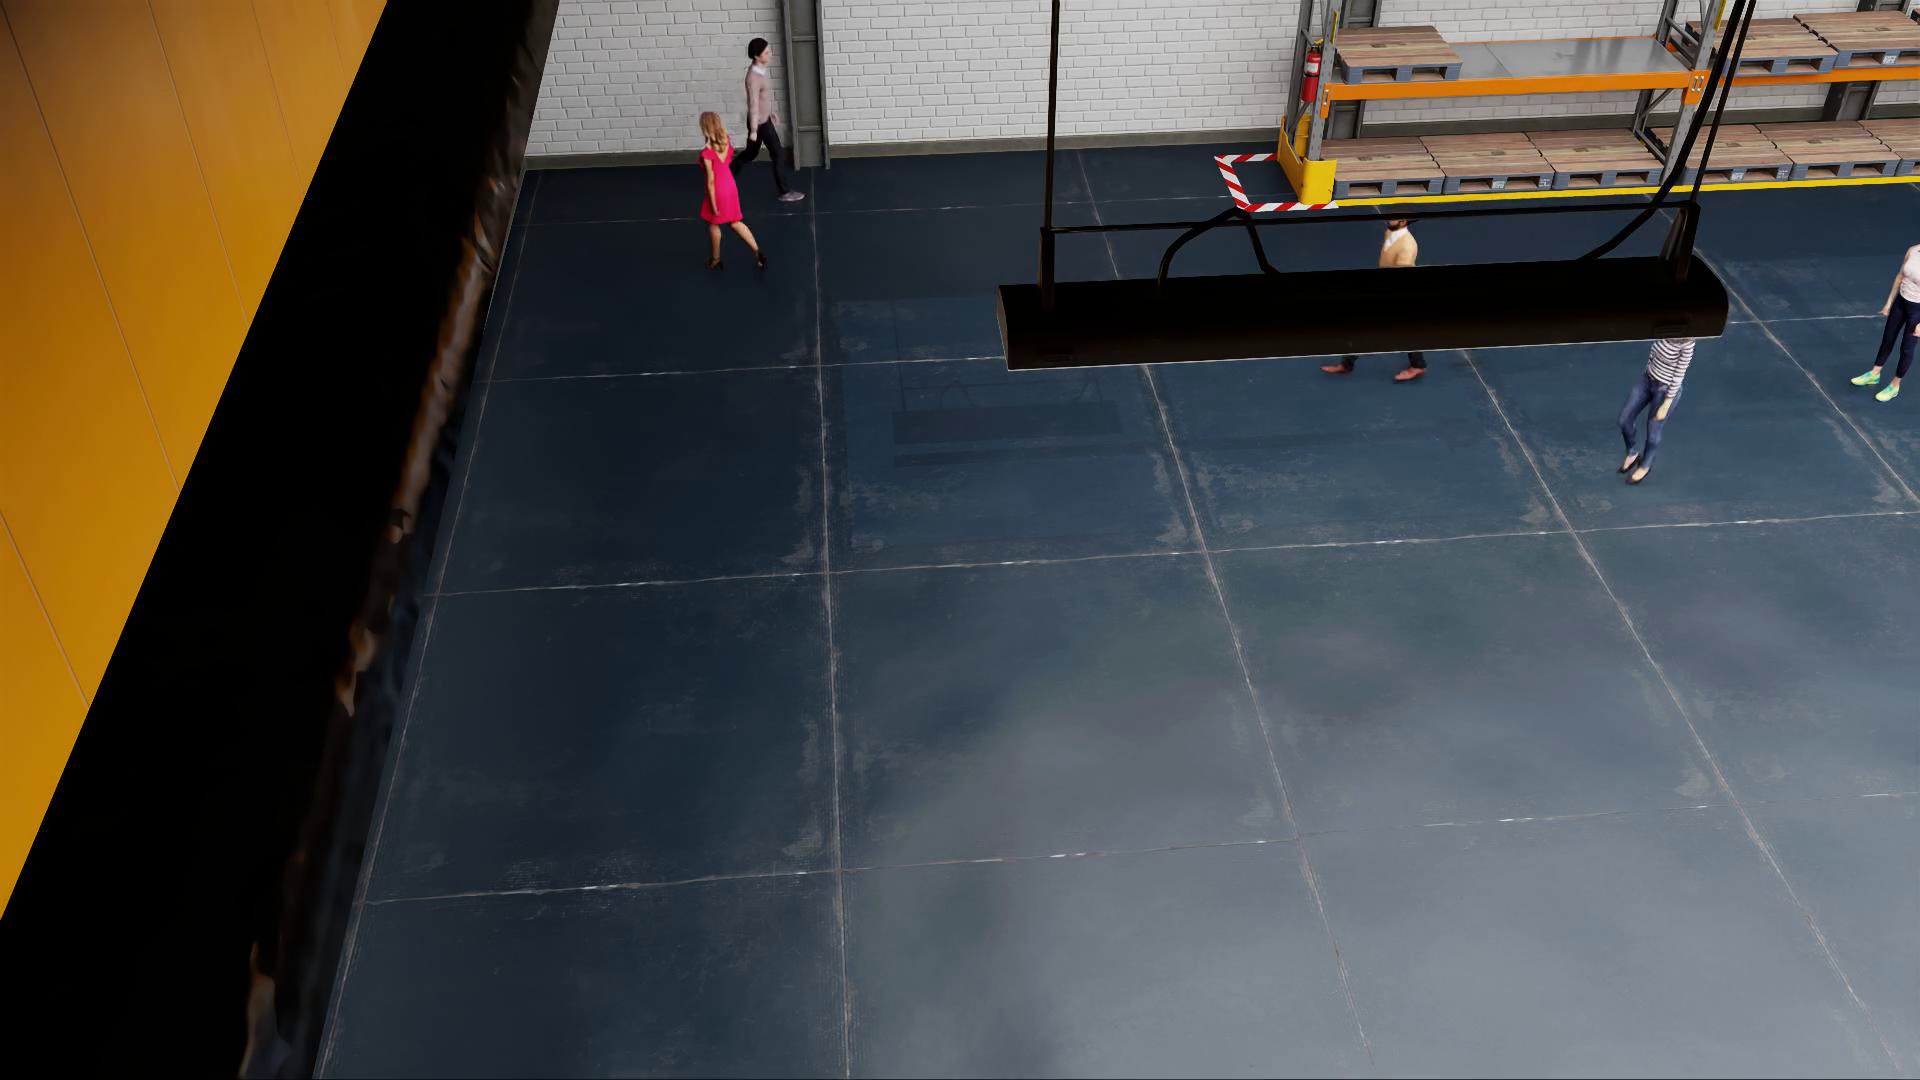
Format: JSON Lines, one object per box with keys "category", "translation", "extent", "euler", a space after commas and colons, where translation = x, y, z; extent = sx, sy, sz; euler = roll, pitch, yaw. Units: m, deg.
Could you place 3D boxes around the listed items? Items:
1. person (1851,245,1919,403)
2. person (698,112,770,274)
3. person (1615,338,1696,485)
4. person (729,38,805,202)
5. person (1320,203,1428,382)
{"category": "person", "translation": [8.288, -2.013, 14.478], "extent": [0.621, 1.701, 0.652], "euler": [-14, 41, -16]}
{"category": "person", "translation": [-2.232, -3.320, 16.117], "extent": [1.044, 1.699, 0.940], "euler": [23, 44, 26]}
{"category": "person", "translation": [5.690, -1.181, 13.371], "extent": [0.713, 1.783, 0.673], "euler": [-15, 41, -18]}
{"category": "person", "translation": [-2.162, -4.359, 17.357], "extent": [1.159, 1.776, 0.649], "euler": [-2, 39, -2]}
{"category": "person", "translation": [3.877, -2.132, 14.617], "extent": [1.190, 1.714, 0.749], "euler": [-7, 39, -9]}
